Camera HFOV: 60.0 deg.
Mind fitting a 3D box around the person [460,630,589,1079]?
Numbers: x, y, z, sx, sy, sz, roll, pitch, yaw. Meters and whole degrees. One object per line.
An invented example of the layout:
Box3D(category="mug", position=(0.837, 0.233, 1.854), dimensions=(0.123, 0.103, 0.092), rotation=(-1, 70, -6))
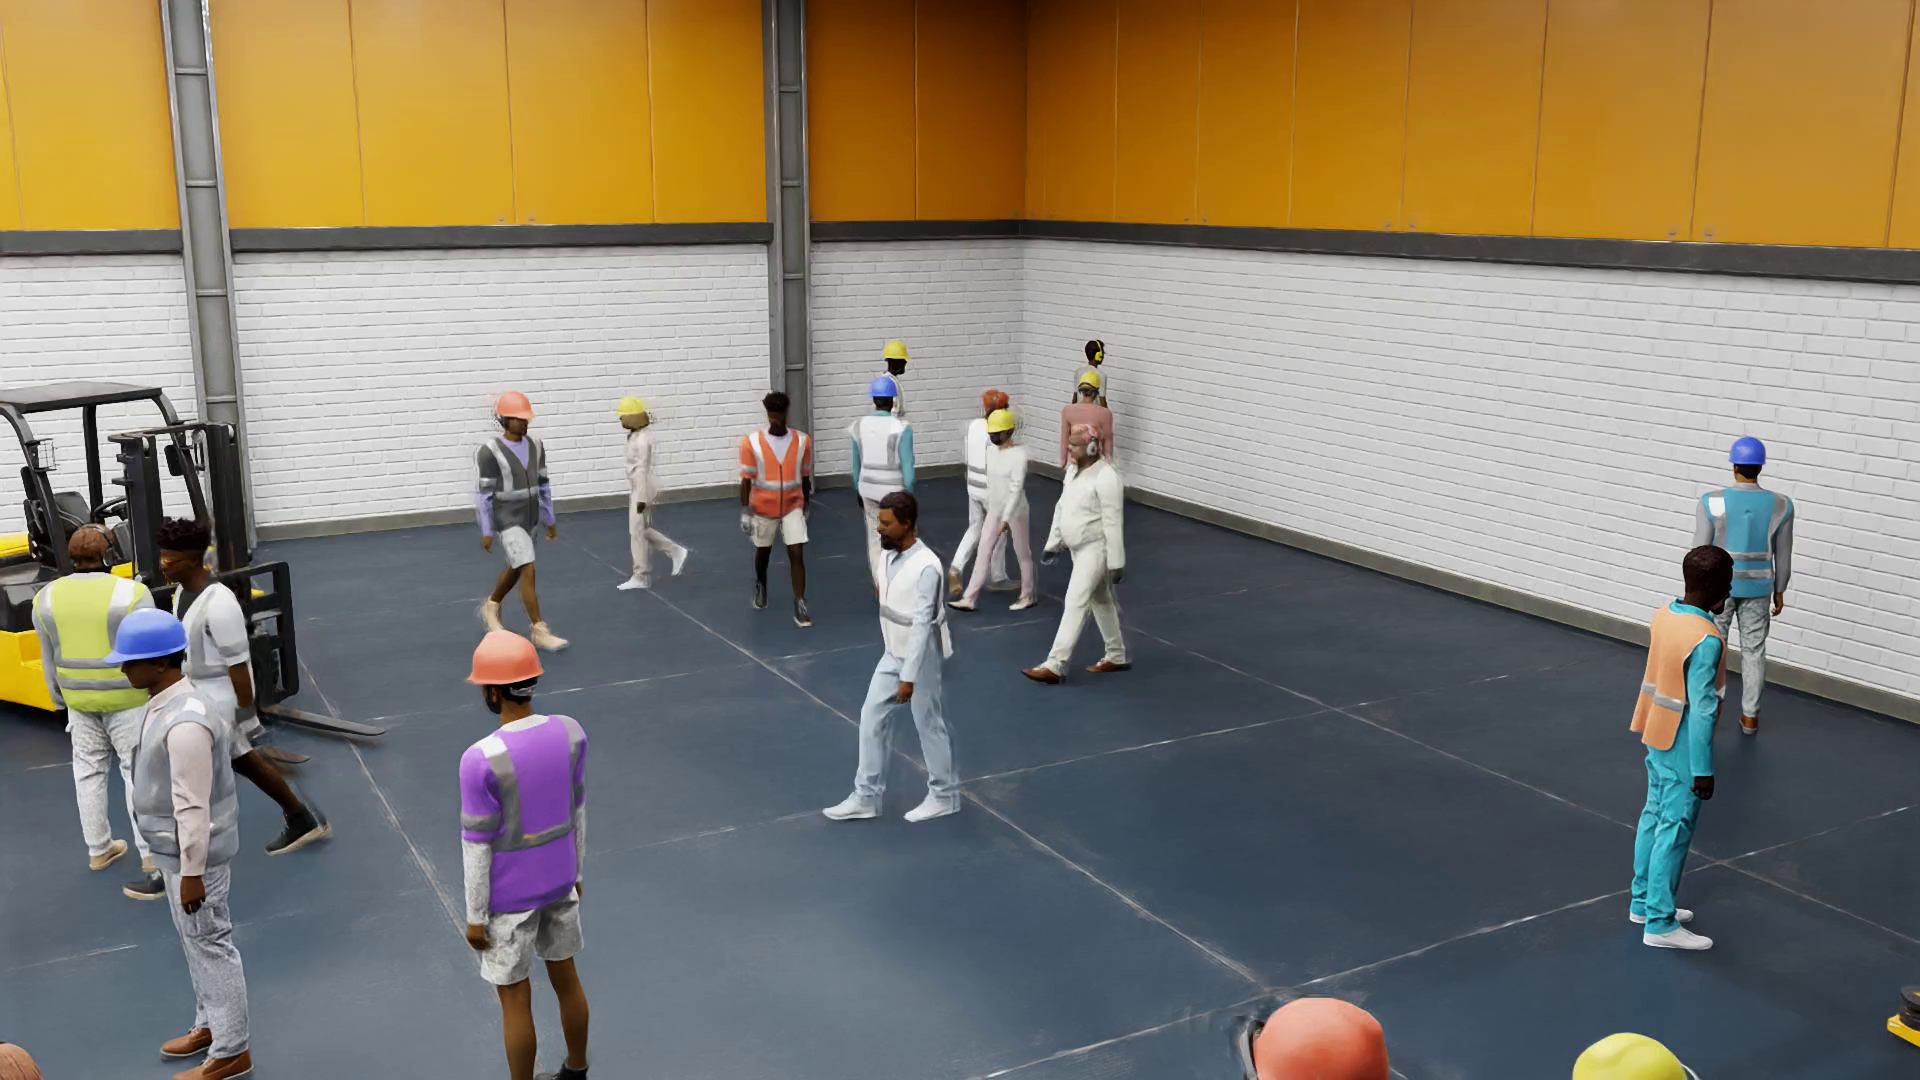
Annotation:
Box3D(category="person", position=(-1.638, 1.280, 6.232), dimensions=(0.388, 1.930, 0.544), rotation=(9, 15, 35))

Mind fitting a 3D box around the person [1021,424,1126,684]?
Box3D(category="person", position=(0.819, 0.098, 11.925), dimensions=(0.956, 1.864, 0.653), rotation=(-4, 13, -16))

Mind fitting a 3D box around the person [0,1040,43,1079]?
Box3D(category="person", position=(-2.175, 1.926, 3.880), dimensions=(0.309, 1.641, 0.514), rotation=(0, 12, 1))

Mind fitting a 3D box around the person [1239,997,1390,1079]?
Box3D(category="person", position=(0.621, 1.854, 3.385), dimensions=(0.859, 1.983, 0.755), rotation=(6, 13, 26))

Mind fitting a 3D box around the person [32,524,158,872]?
Box3D(category="person", position=(-4.399, 0.823, 8.605), dimensions=(0.628, 1.838, 0.429), rotation=(0, 12, 2))

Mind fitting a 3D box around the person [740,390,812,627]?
Box3D(category="person", position=(-1.521, -0.299, 13.654), dimensions=(0.617, 1.921, 0.948), rotation=(-3, 12, -15))

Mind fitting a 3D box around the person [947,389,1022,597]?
Box3D(category="person", position=(0.220, -0.398, 14.331), dimensions=(0.824, 1.833, 0.592), rotation=(-10, 16, -40))

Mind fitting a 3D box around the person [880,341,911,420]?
Box3D(category="person", position=(-0.702, -1.131, 17.532), dimensions=(0.388, 1.926, 0.590), rotation=(-1, 12, -6))

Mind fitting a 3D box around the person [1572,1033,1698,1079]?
Box3D(category="person", position=(1.444, 1.901, 3.610), dimensions=(0.603, 1.821, 0.432), rotation=(8, 14, 33))

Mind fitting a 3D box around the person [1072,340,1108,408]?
Box3D(category="person", position=(1.459, -1.272, 18.338), dimensions=(0.311, 1.865, 0.533), rotation=(-10, 15, -38))

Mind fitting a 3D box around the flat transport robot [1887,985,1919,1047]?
Box3D(category="flat transport robot", position=(4.509, 2.059, 6.485), dimensions=(0.652, 0.197, 1.431), rotation=(-7, 14, -29))

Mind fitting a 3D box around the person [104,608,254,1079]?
Box3D(category="person", position=(-3.060, 1.206, 6.556), dimensions=(0.417, 1.939, 0.610), rotation=(-8, 14, -32))

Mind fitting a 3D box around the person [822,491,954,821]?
Box3D(category="person", position=(-0.388, 0.679, 9.155), dimensions=(0.851, 1.889, 0.595), rotation=(-7, 14, -31))

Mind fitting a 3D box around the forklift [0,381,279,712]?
Box3D(category="forklift", position=(-5.853, 0.085, 11.199), dimensions=(2.313, 2.155, 1.214), rotation=(7, 14, 28))

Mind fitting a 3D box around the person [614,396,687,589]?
Box3D(category="person", position=(-2.745, -0.420, 14.696), dimensions=(0.584, 1.722, 0.487), rotation=(-4, 13, -19))

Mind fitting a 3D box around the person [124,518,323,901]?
Box3D(category="person", position=(-3.796, 0.805, 8.524), dimensions=(1.035, 1.911, 0.606), rotation=(-10, 16, -40))

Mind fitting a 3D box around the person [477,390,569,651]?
Box3D(category="person", position=(-3.459, -0.173, 12.877), dimensions=(1.003, 2.008, 0.625), rotation=(7, 14, 31))

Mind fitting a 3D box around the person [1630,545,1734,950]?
Box3D(category="person", position=(3.362, 0.959, 7.783), dimensions=(0.397, 1.911, 0.587), rotation=(1, 12, 4))

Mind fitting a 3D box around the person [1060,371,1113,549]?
Box3D(category="person", position=(1.241, -0.767, 16.241), dimensions=(0.532, 1.755, 0.341), rotation=(4, 13, 19))

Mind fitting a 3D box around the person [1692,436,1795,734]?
Box3D(category="person", position=(5.038, 0.298, 10.787), dimensions=(0.618, 1.944, 0.400), rotation=(2, 12, 11))

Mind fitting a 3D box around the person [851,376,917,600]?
Box3D(category="person", position=(-0.648, -0.427, 14.198), dimensions=(0.642, 1.934, 0.424), rotation=(6, 14, 28))

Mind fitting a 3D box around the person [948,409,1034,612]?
Box3D(category="person", position=(0.308, -0.215, 13.708), dimensions=(0.884, 1.716, 0.522), rotation=(-11, 16, -42))
